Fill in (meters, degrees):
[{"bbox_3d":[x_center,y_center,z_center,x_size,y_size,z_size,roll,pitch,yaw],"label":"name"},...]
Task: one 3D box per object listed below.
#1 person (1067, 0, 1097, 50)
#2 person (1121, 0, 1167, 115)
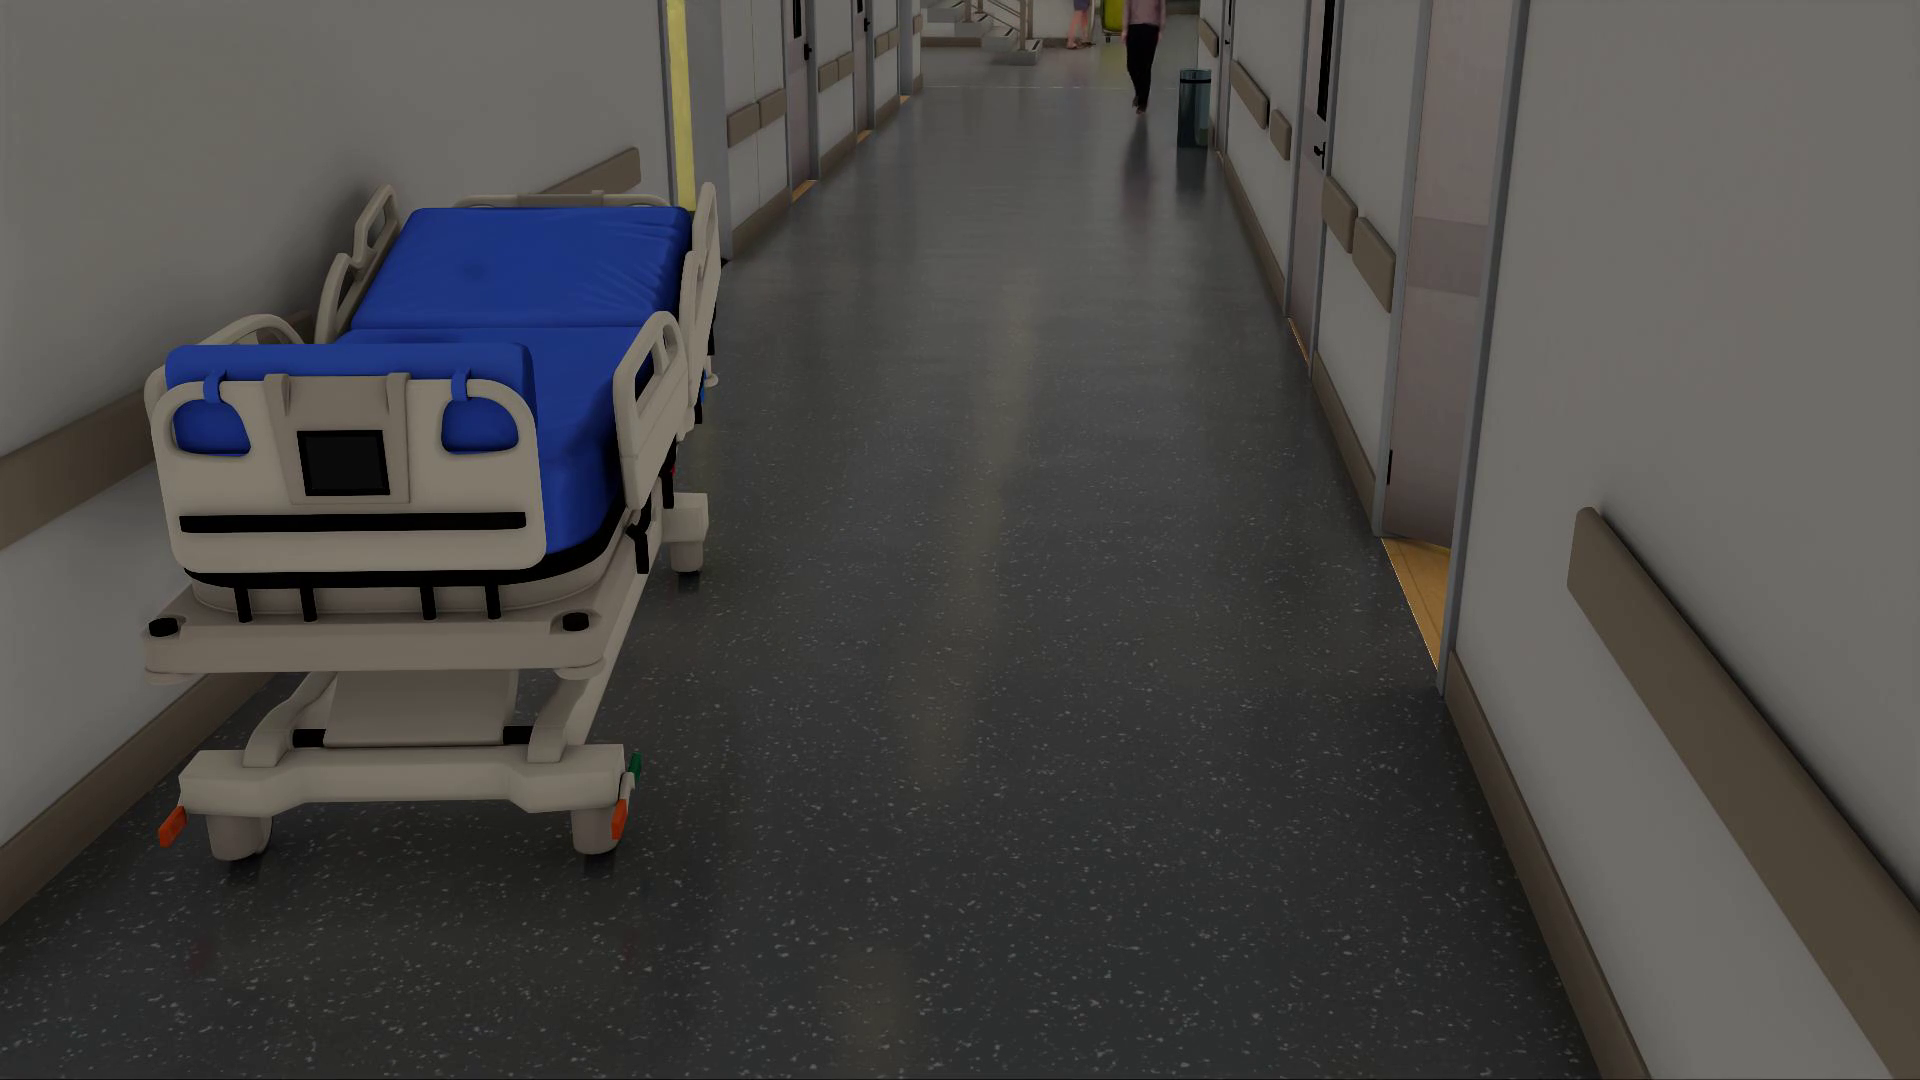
[{"bbox_3d":[1.886,-8.936,27.106,0.971,1.804,0.888,-5,21,-13],"label":"person"},{"bbox_3d":[2.050,-5.661,18.467,0.716,1.798,0.758,5,21,13],"label":"person"}]
